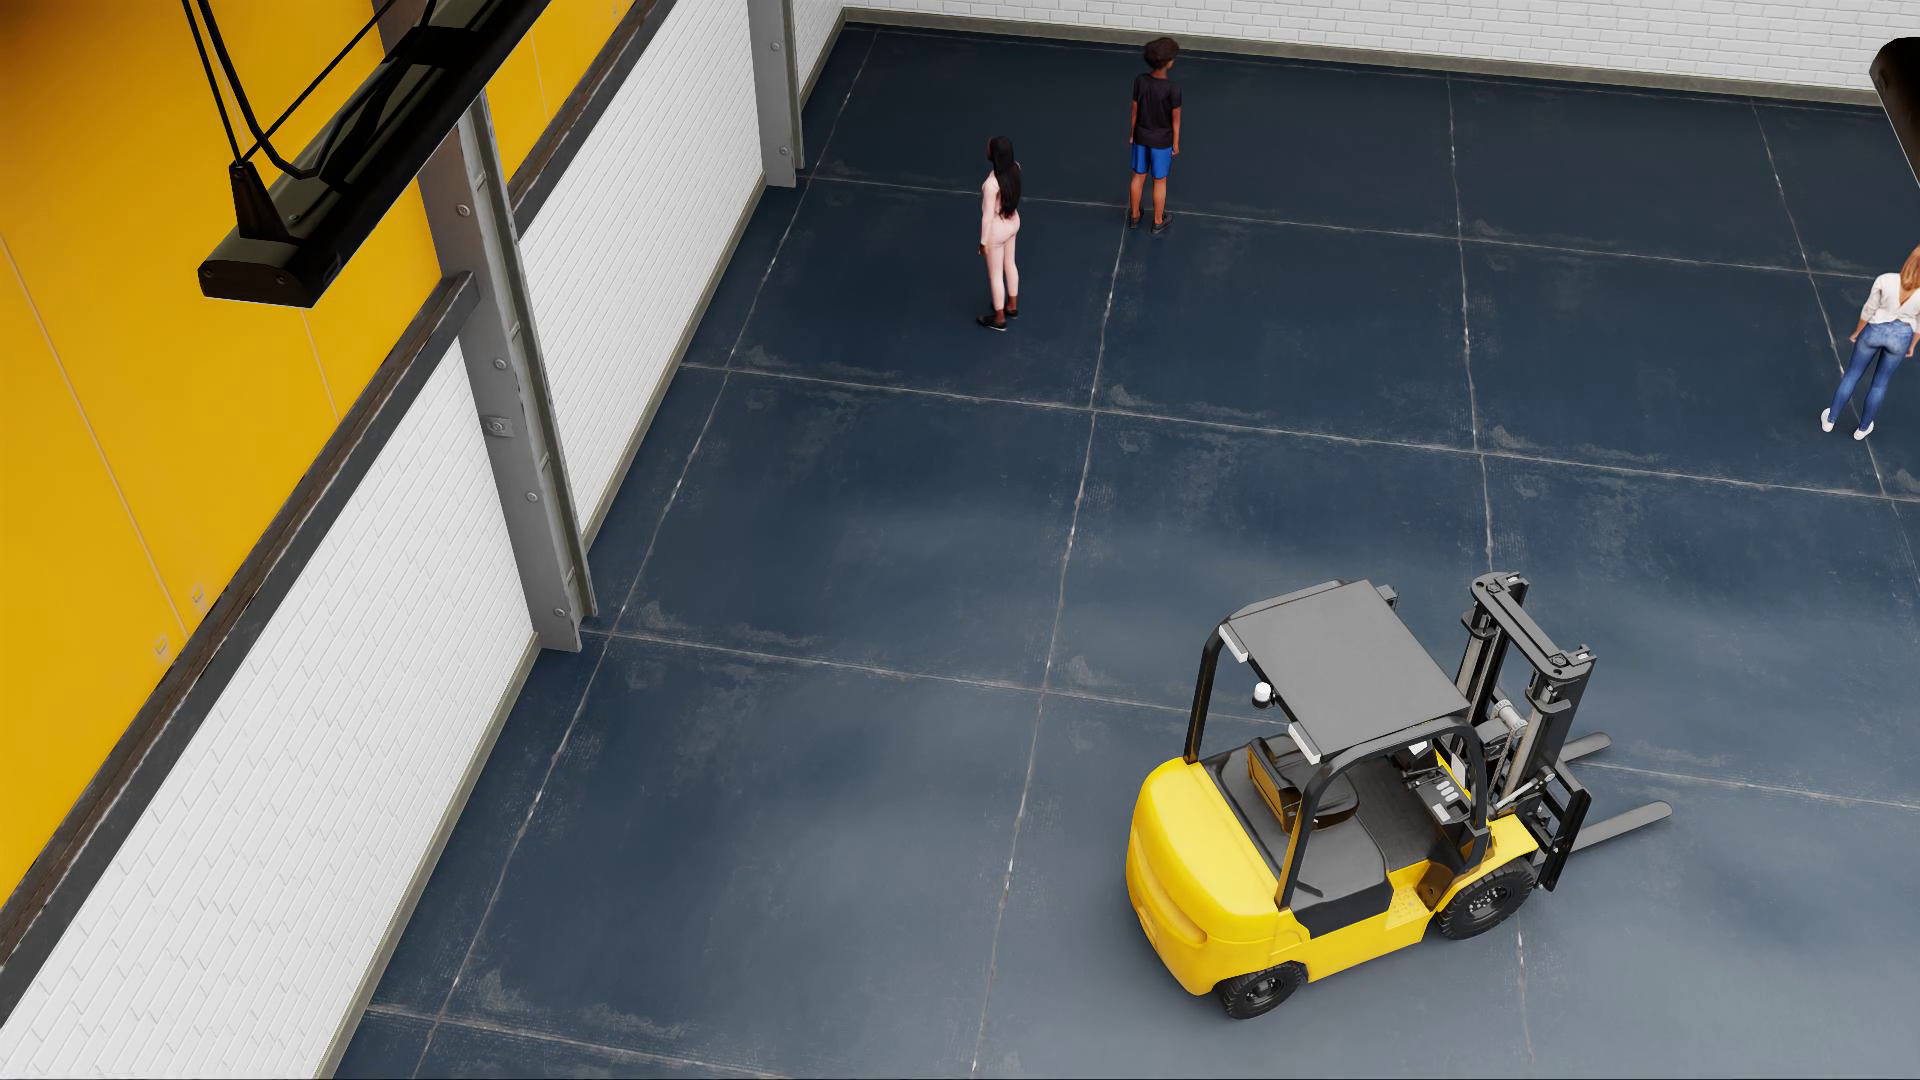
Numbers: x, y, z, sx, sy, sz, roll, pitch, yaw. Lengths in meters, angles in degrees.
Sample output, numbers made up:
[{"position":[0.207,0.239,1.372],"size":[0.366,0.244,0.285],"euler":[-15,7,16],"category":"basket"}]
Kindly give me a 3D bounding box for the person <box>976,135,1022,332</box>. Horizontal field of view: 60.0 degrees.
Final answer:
[{"position":[0.335,-2.501,13.509],"size":[0.740,1.718,0.583],"euler":[23,48,22],"category":"person"}]

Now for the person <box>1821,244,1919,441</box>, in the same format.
[{"position":[6.922,-1.495,12.451],"size":[0.673,1.720,0.645],"euler":[21,48,21],"category":"person"}]

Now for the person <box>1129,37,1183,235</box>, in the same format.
[{"position":[1.687,-3.523,14.527],"size":[0.672,1.793,0.646],"euler":[19,47,19],"category":"person"}]
